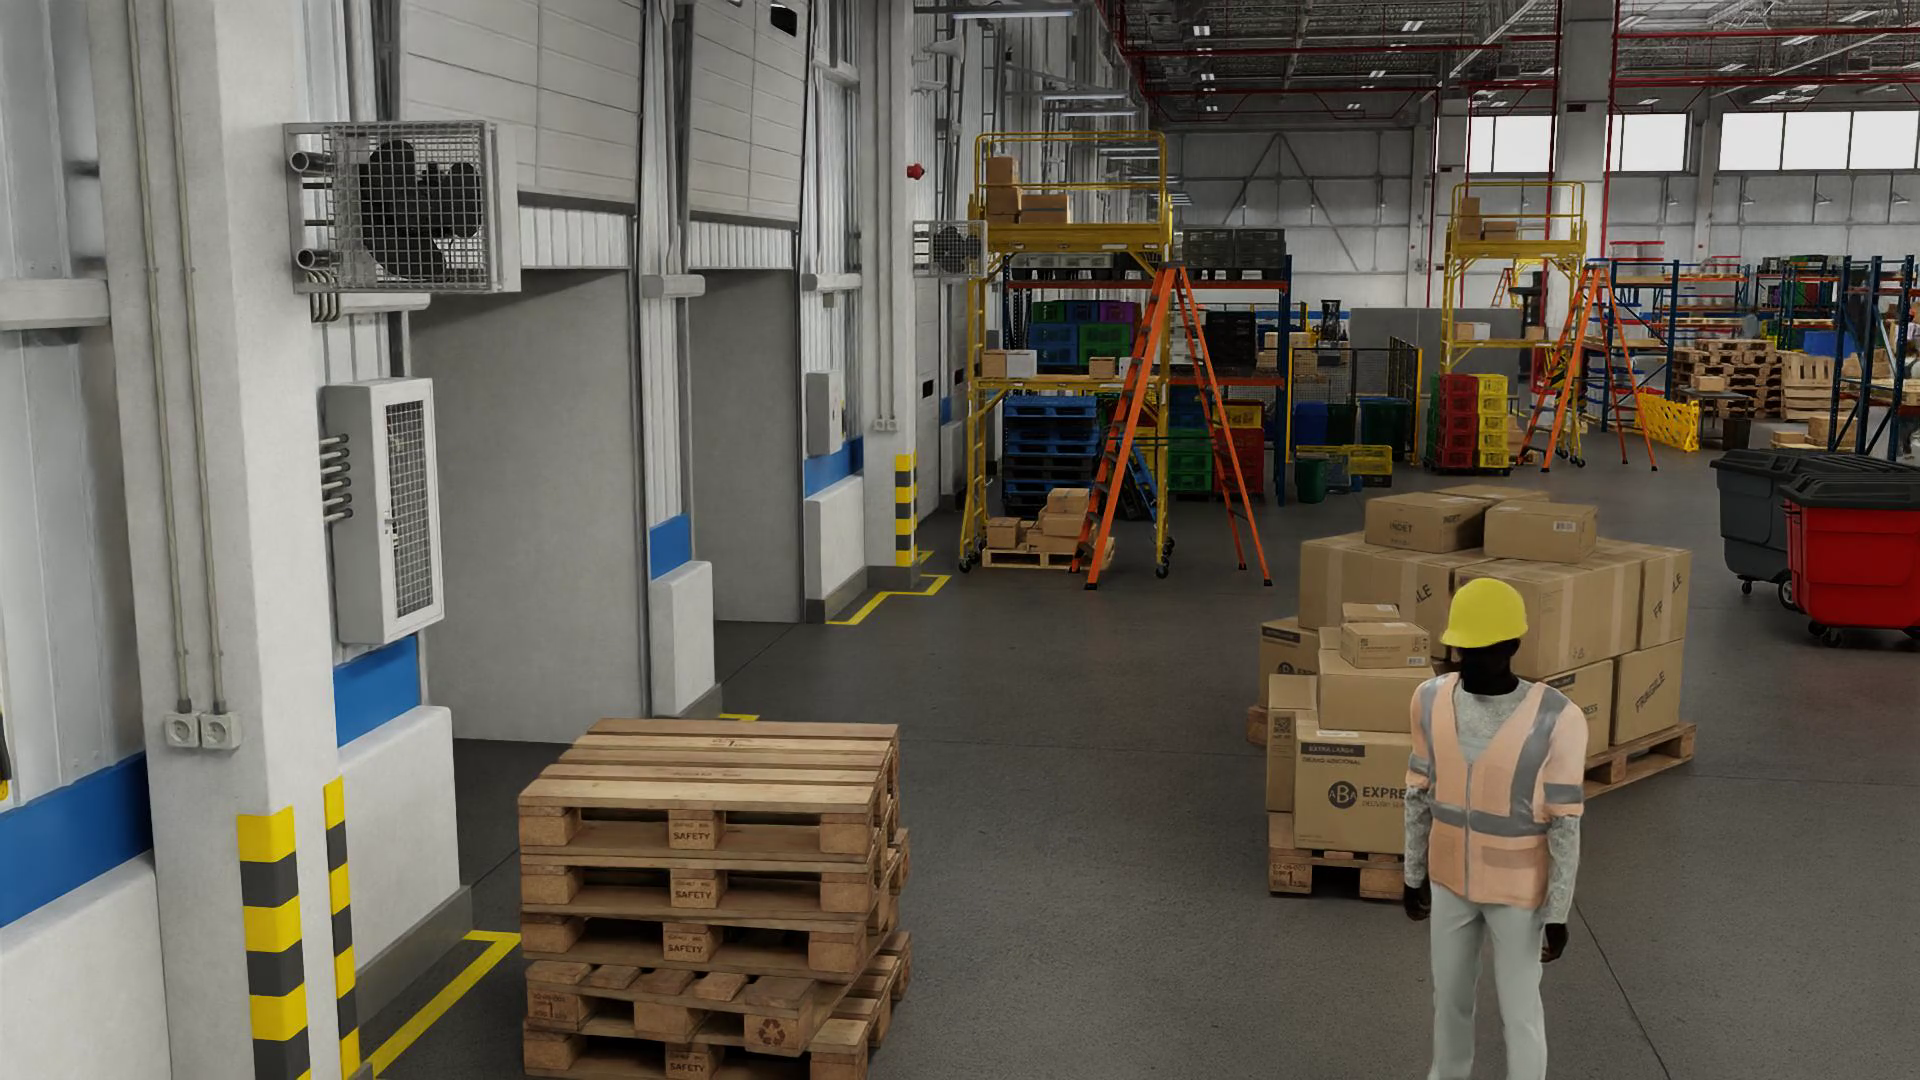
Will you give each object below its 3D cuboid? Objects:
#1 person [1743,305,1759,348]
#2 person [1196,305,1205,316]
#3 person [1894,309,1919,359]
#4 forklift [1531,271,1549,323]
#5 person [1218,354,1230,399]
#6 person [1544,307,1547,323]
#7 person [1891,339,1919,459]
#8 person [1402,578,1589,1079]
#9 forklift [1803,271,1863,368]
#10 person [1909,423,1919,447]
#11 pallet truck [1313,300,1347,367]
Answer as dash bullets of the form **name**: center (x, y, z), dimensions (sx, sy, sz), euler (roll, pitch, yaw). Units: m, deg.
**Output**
- **person**: center (22.183, -5.656, 46.722), dimensions (1.009, 1.899, 0.641), euler (0, 9, -2)
- **person**: center (6.395, -5.332, 44.589), dimensions (0.544, 1.929, 0.386), euler (-8, 12, -39)
- **person**: center (22.555, -4.529, 39.616), dimensions (0.543, 1.933, 0.364), euler (7, 12, 37)
- **forklift**: center (14.835, -5.369, 41.877), dimensions (1.873, 2.768, 1.129), euler (-6, 11, -35)
- **person**: center (5.576, -3.611, 34.882), dimensions (0.315, 1.634, 0.517), euler (-3, 10, -16)
- **person**: center (15.990, -5.474, 45.656), dimensions (0.588, 1.855, 0.799), euler (-3, 10, -20)
- **person**: center (14.215, -2.096, 24.953), dimensions (0.670, 1.821, 0.538), euler (-7, 12, -38)
- **person**: center (1.638, 1.060, 5.198), dimensions (0.397, 1.918, 0.588), euler (-9, 13, -44)
- **forklift**: center (25.475, -6.337, 47.851), dimensions (1.873, 2.768, 1.129), euler (0, 9, 2)
- **person**: center (15.637, -2.366, 26.878), dimensions (0.484, 1.739, 0.320), euler (-4, 10, -24)
- **pallet truck**: center (11.159, -6.200, 49.718), dimensions (0.823, 1.965, 1.885), euler (4, 10, 26)
